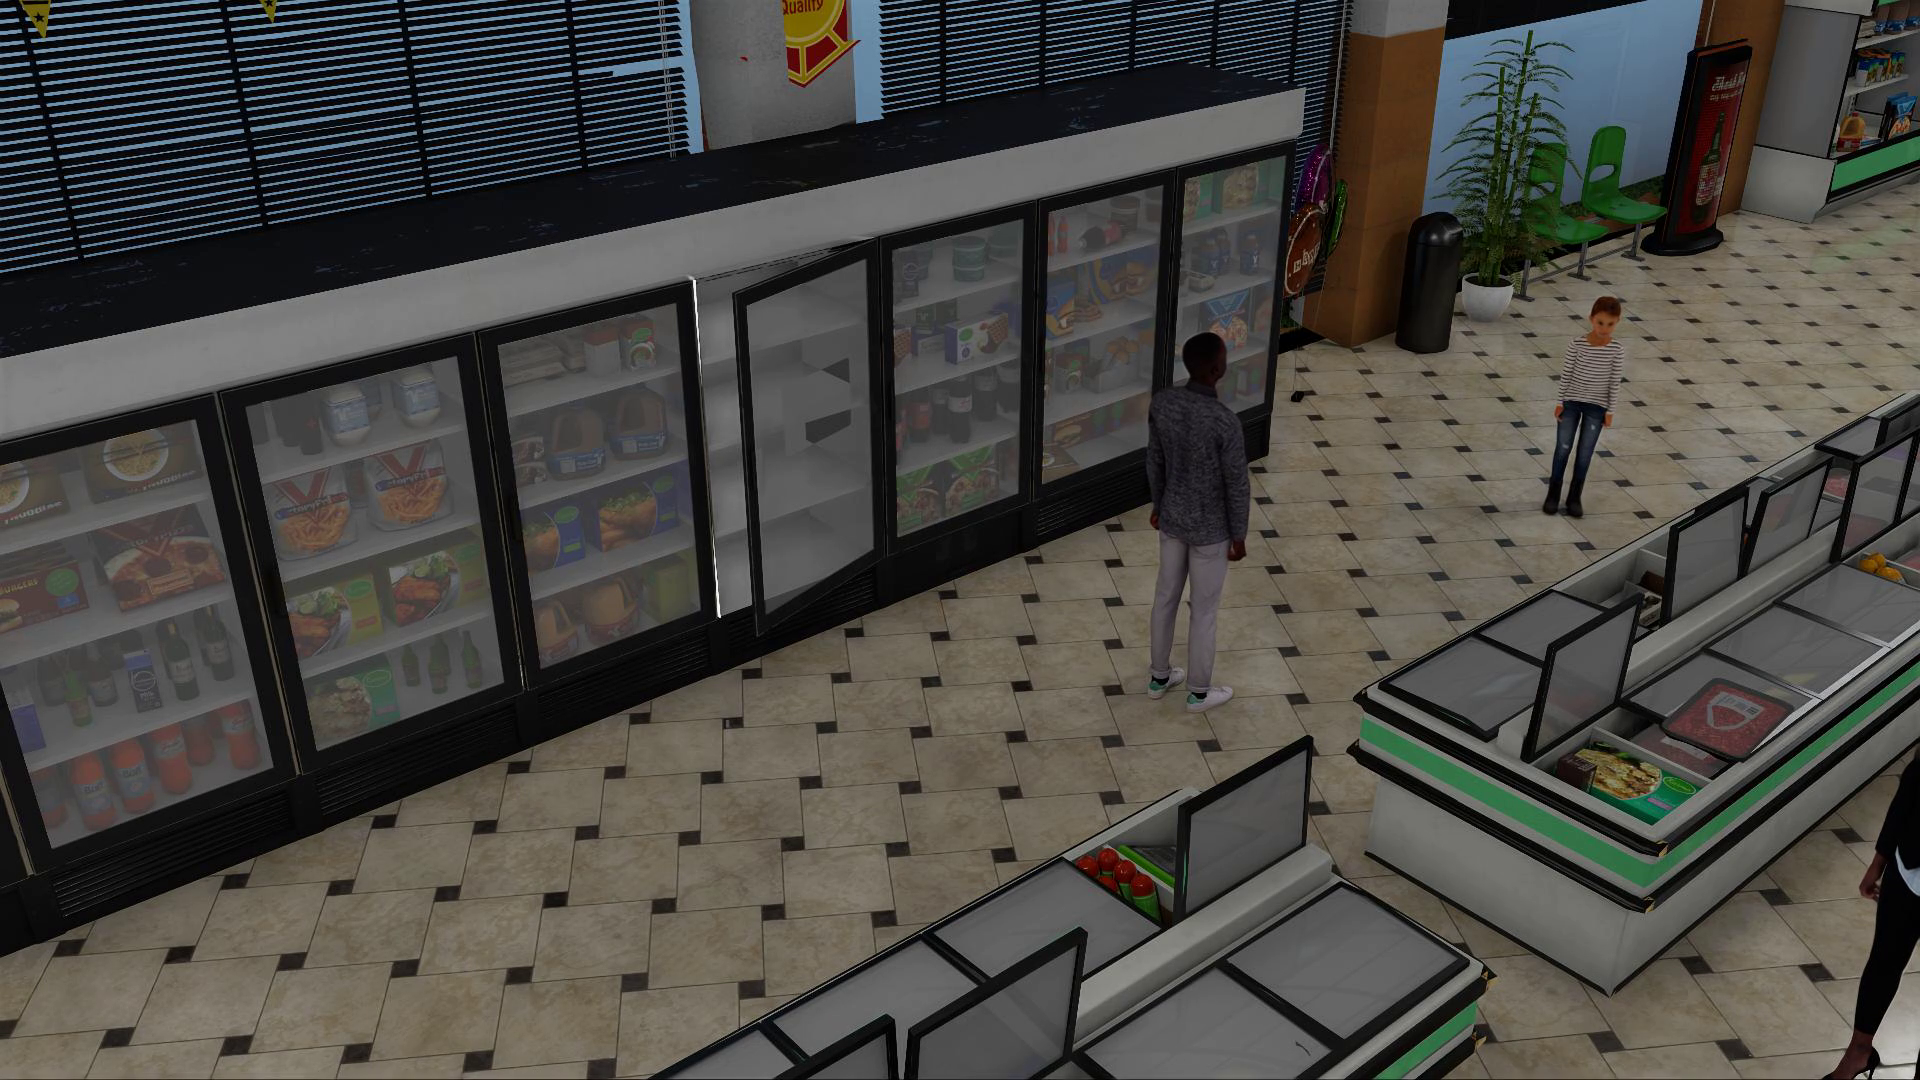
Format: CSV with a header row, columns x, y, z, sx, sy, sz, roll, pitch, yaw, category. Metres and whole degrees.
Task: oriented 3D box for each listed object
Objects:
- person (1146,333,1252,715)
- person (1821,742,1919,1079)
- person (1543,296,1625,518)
x,y,z,sx,sy,sz,roll,pitch,yaw,category
1.059,-0.071,7.574,0.705,1.839,0.584,23,35,37,person
3.084,1.124,5.223,0.623,1.834,0.673,-11,29,-20,person
3.583,-0.772,9.540,0.557,1.312,0.603,10,28,18,person
